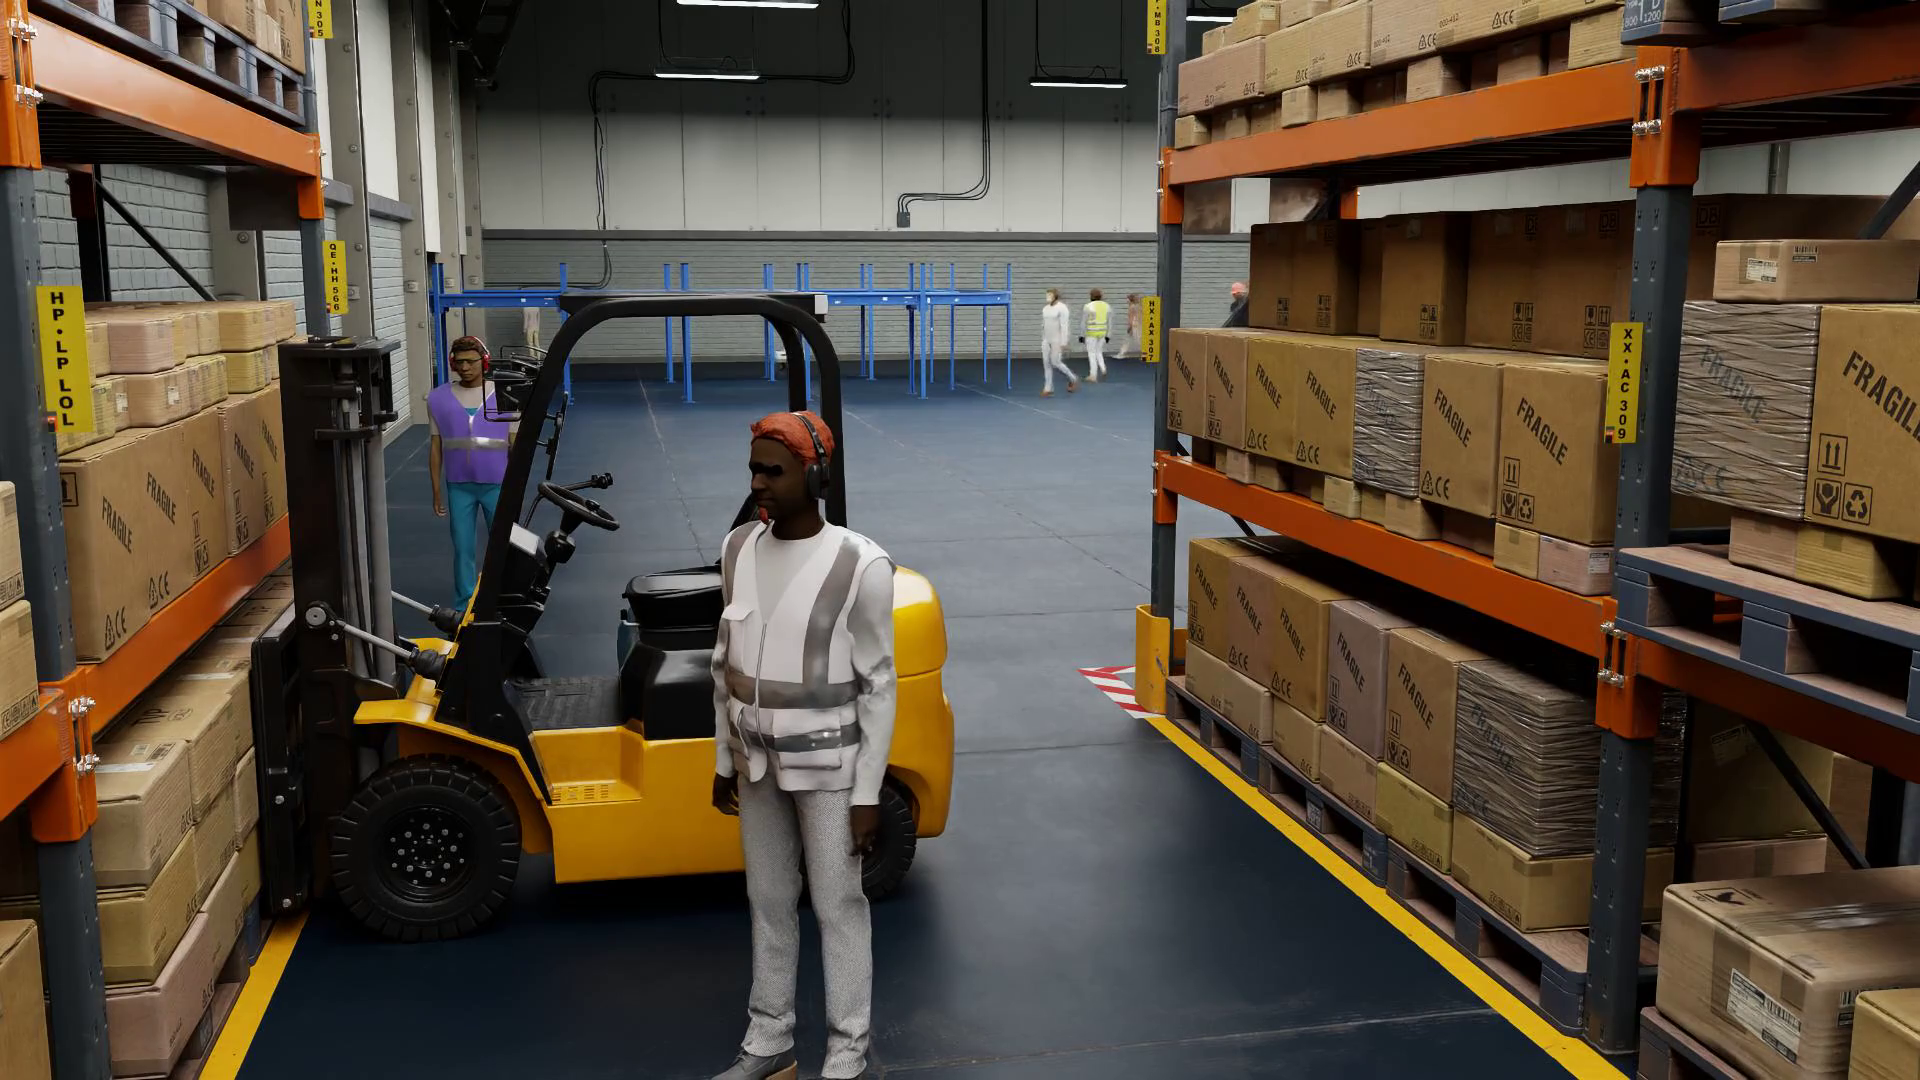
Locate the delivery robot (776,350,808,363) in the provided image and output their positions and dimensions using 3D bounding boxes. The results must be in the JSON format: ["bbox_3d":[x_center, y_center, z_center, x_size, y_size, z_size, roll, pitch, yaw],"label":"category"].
[{"bbox_3d":[-3.680,-4.043,36.554,0.707,0.478,0.477,2,10,13],"label":"delivery robot"}]

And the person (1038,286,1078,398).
[{"bbox_3d":[1.683,-3.444,28.909,0.677,1.920,0.633,-6,11,-34],"label":"person"}]

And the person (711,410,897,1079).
[{"bbox_3d":[-0.429,0.603,4.353,0.573,1.883,0.356,6,11,33],"label":"person"}]

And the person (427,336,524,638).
[{"bbox_3d":[-2.937,-0.323,10.143,0.561,1.836,0.377,-1,9,-8],"label":"person"}]

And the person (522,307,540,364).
[{"bbox_3d":[-9.797,-4.792,37.993,0.276,1.633,0.507,5,11,28],"label":"person"}]

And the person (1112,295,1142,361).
[{"bbox_3d":[4.181,-5.144,40.291,0.893,1.585,0.519,0,9,2],"label":"person"}]

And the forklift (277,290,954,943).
[{"bbox_3d":[-1.179,0.175,6.143,2.313,2.155,1.214,-2,10,-12],"label":"forklift"}]

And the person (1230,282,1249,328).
[{"bbox_3d":[5.432,-4.009,32.240,0.738,1.950,0.643,-5,11,-28],"label":"person"}]

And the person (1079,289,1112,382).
[{"bbox_3d":[2.674,-4.065,32.990,0.628,1.827,0.459,-6,11,-31],"label":"person"}]
